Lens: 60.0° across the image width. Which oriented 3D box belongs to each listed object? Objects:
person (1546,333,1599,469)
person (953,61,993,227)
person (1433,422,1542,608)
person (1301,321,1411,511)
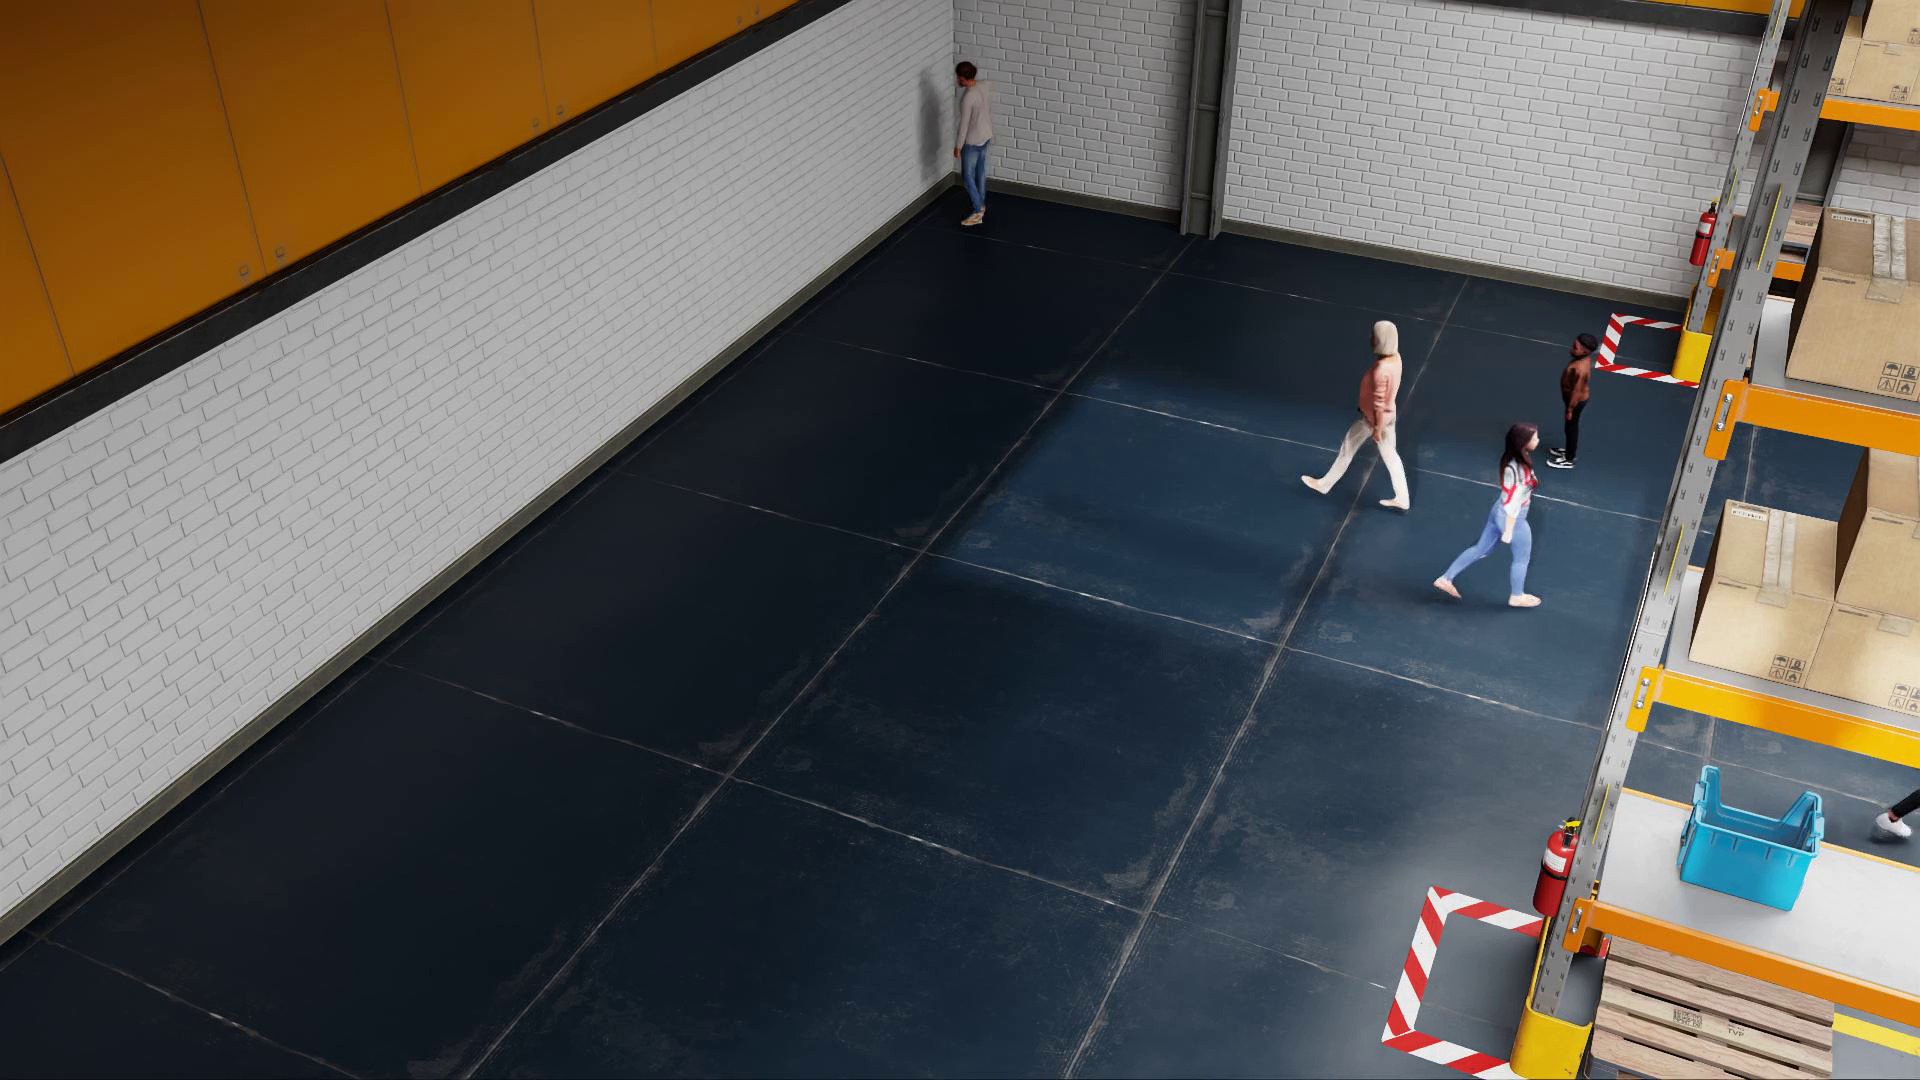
[{"bbox_3d":[5.317,-1.214,14.360,0.484,1.249,0.530,12,36,18],"label":"person"},{"bbox_3d":[0.200,-4.527,18.787,0.866,1.865,0.622,-29,43,-36],"label":"person"},{"bbox_3d":[4.026,-0.168,12.487,1.130,1.581,0.856,2,34,3],"label":"person"},{"bbox_3d":[3.498,-0.976,13.623,1.158,1.669,0.686,18,38,25],"label":"person"}]
